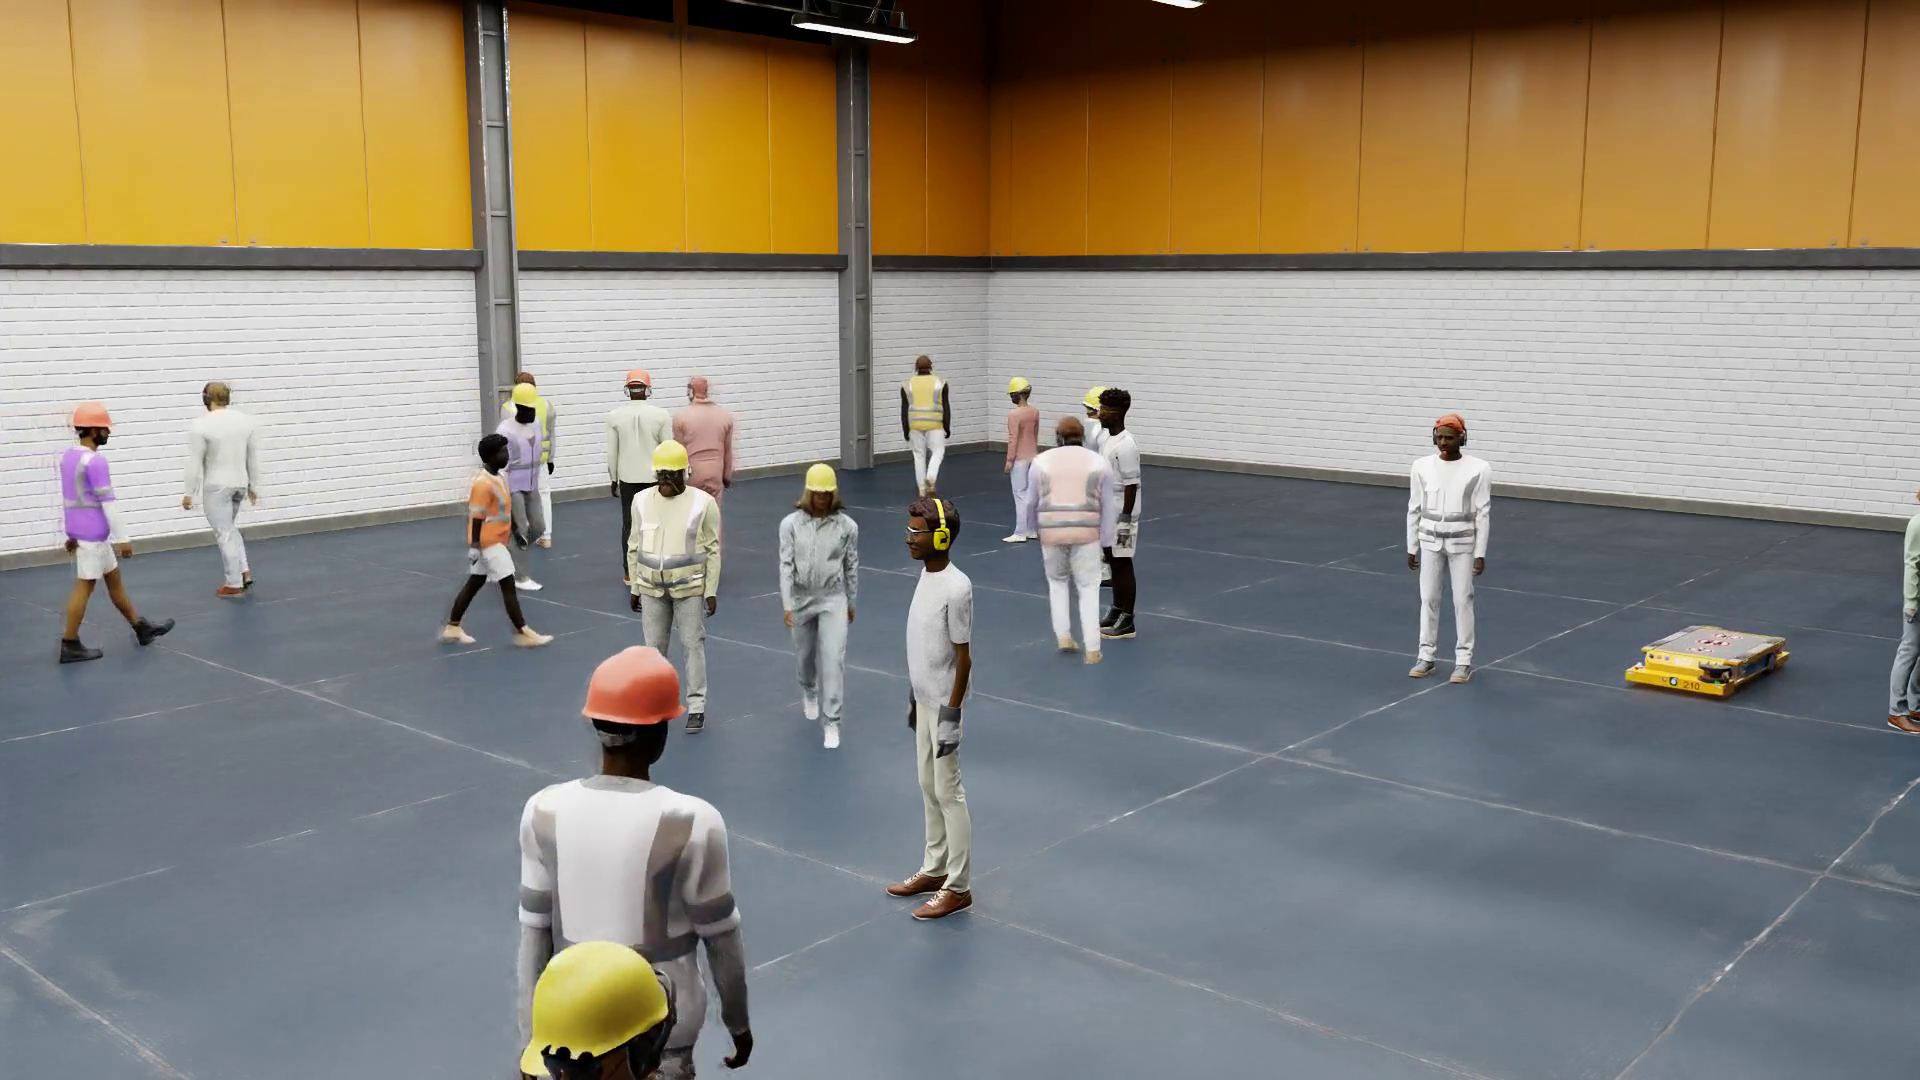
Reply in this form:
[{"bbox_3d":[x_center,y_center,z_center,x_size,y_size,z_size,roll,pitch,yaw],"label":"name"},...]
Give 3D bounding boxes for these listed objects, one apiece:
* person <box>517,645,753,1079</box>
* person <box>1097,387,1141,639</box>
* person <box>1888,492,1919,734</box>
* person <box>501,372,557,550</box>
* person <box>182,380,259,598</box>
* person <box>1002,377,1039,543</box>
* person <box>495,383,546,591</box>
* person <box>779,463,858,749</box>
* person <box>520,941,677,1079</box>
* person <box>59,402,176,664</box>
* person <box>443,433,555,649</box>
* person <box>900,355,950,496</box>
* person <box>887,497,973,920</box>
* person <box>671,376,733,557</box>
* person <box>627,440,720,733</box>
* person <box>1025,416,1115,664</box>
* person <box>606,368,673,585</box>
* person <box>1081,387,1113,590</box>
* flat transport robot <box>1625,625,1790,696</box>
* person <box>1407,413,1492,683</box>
[{"bbox_3d":[-0.810,1.201,4.407,0.557,1.882,0.991,3,9,16],"label":"person"},{"bbox_3d":[1.227,-0.211,13.011,0.373,1.966,0.605,-1,9,-7],"label":"person"},{"bbox_3d":[6.039,0.379,10.351,0.507,1.631,0.273,-6,11,-32],"label":"person"},{"bbox_3d":[-4.474,-0.814,17.190,0.429,1.842,0.636,9,13,43],"label":"person"},{"bbox_3d":[-6.482,-0.442,14.603,0.458,1.919,0.638,3,10,21],"label":"person"},{"bbox_3d":[0.647,-0.851,17.673,0.317,1.765,0.522,6,11,34],"label":"person"},{"bbox_3d":[-3.931,-0.472,14.883,0.613,1.889,0.620,4,10,25],"label":"person"},{"bbox_3d":[-0.862,0.356,10.265,0.480,1.710,0.823,0,9,-2],"label":"person"},{"bbox_3d":[-0.566,1.522,2.931,0.541,1.718,0.945,4,10,23],"label":"person"},{"bbox_3d":[-6.315,-0.070,12.356,0.567,1.890,0.958,8,12,43],"label":"person"},{"bbox_3d":[-3.573,0.012,12.621,0.869,1.650,0.536,-1,9,-6],"label":"person"},{"bbox_3d":[-0.445,-1.440,21.158,0.645,1.829,0.578,1,9,9],"label":"person"},{"bbox_3d":[-0.119,0.735,7.379,0.328,1.872,0.510,-4,10,-22],"label":"person"},{"bbox_3d":[-2.482,-0.617,15.804,0.685,1.885,0.542,-6,11,-33],"label":"person"},{"bbox_3d":[-1.782,0.288,10.308,0.586,1.831,0.403,1,9,8],"label":"person"},{"bbox_3d":[0.813,-0.005,12.280,0.655,1.794,0.562,1,9,6],"label":"person"},{"bbox_3d":[-2.911,-0.573,15.226,0.608,1.988,0.387,-1,9,-4],"label":"person"},{"bbox_3d":[1.243,-0.470,15.062,0.403,1.834,0.587,-5,10,-29],"label":"person"},{"bbox_3d":[5.309,0.833,11.765,0.652,0.197,1.431,8,12,42],"label":"flat transport robot"},{"bbox_3d":[3.404,0.055,11.629,0.575,1.882,0.338,5,11,30],"label":"person"}]
